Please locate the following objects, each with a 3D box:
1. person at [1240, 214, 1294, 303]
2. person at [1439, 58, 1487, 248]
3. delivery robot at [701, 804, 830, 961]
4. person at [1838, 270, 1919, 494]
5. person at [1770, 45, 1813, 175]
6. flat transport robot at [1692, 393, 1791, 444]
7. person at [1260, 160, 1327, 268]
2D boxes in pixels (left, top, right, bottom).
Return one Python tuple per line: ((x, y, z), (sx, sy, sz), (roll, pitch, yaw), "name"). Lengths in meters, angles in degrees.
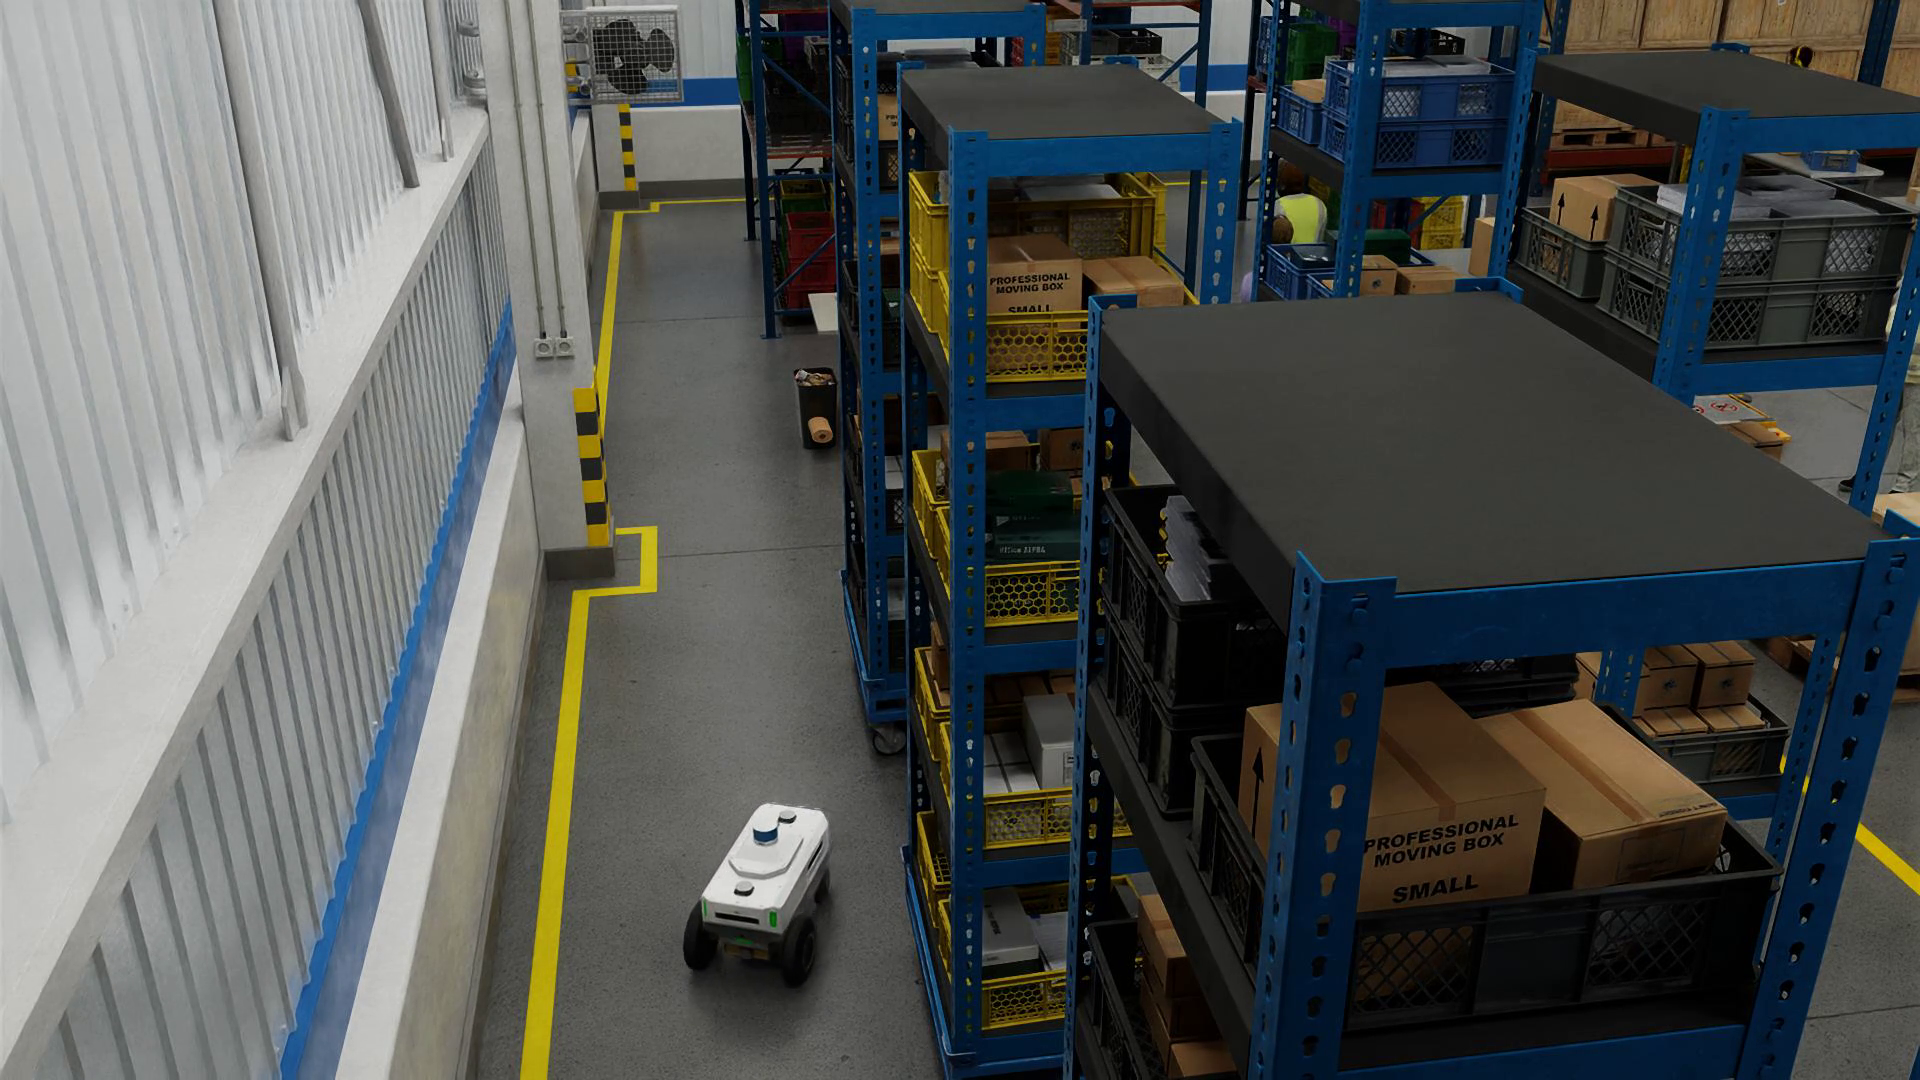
((2.018, -1.149, 10.802), (0.624, 1.931, 0.369), (-19, 31, -35), "person")
((5.179, -3.918, 16.869), (0.576, 1.881, 0.354), (-9, 26, -19), "person")
((-0.791, 1.369, 6.844), (0.477, 0.478, 0.707), (6, 25, 13), "delivery robot")
((6.183, -1.110, 10.823), (0.404, 1.831, 0.600), (-8, 26, -18), "person")
((9.011, -4.340, 17.835), (0.553, 1.846, 0.581), (-9, 26, -18), "person")
((5.224, -0.859, 12.132), (1.431, 0.197, 0.652), (-4, 25, -8), "flat transport robot")
((2.456, -1.967, 12.678), (0.633, 1.839, 0.429), (-15, 29, -29), "person")
